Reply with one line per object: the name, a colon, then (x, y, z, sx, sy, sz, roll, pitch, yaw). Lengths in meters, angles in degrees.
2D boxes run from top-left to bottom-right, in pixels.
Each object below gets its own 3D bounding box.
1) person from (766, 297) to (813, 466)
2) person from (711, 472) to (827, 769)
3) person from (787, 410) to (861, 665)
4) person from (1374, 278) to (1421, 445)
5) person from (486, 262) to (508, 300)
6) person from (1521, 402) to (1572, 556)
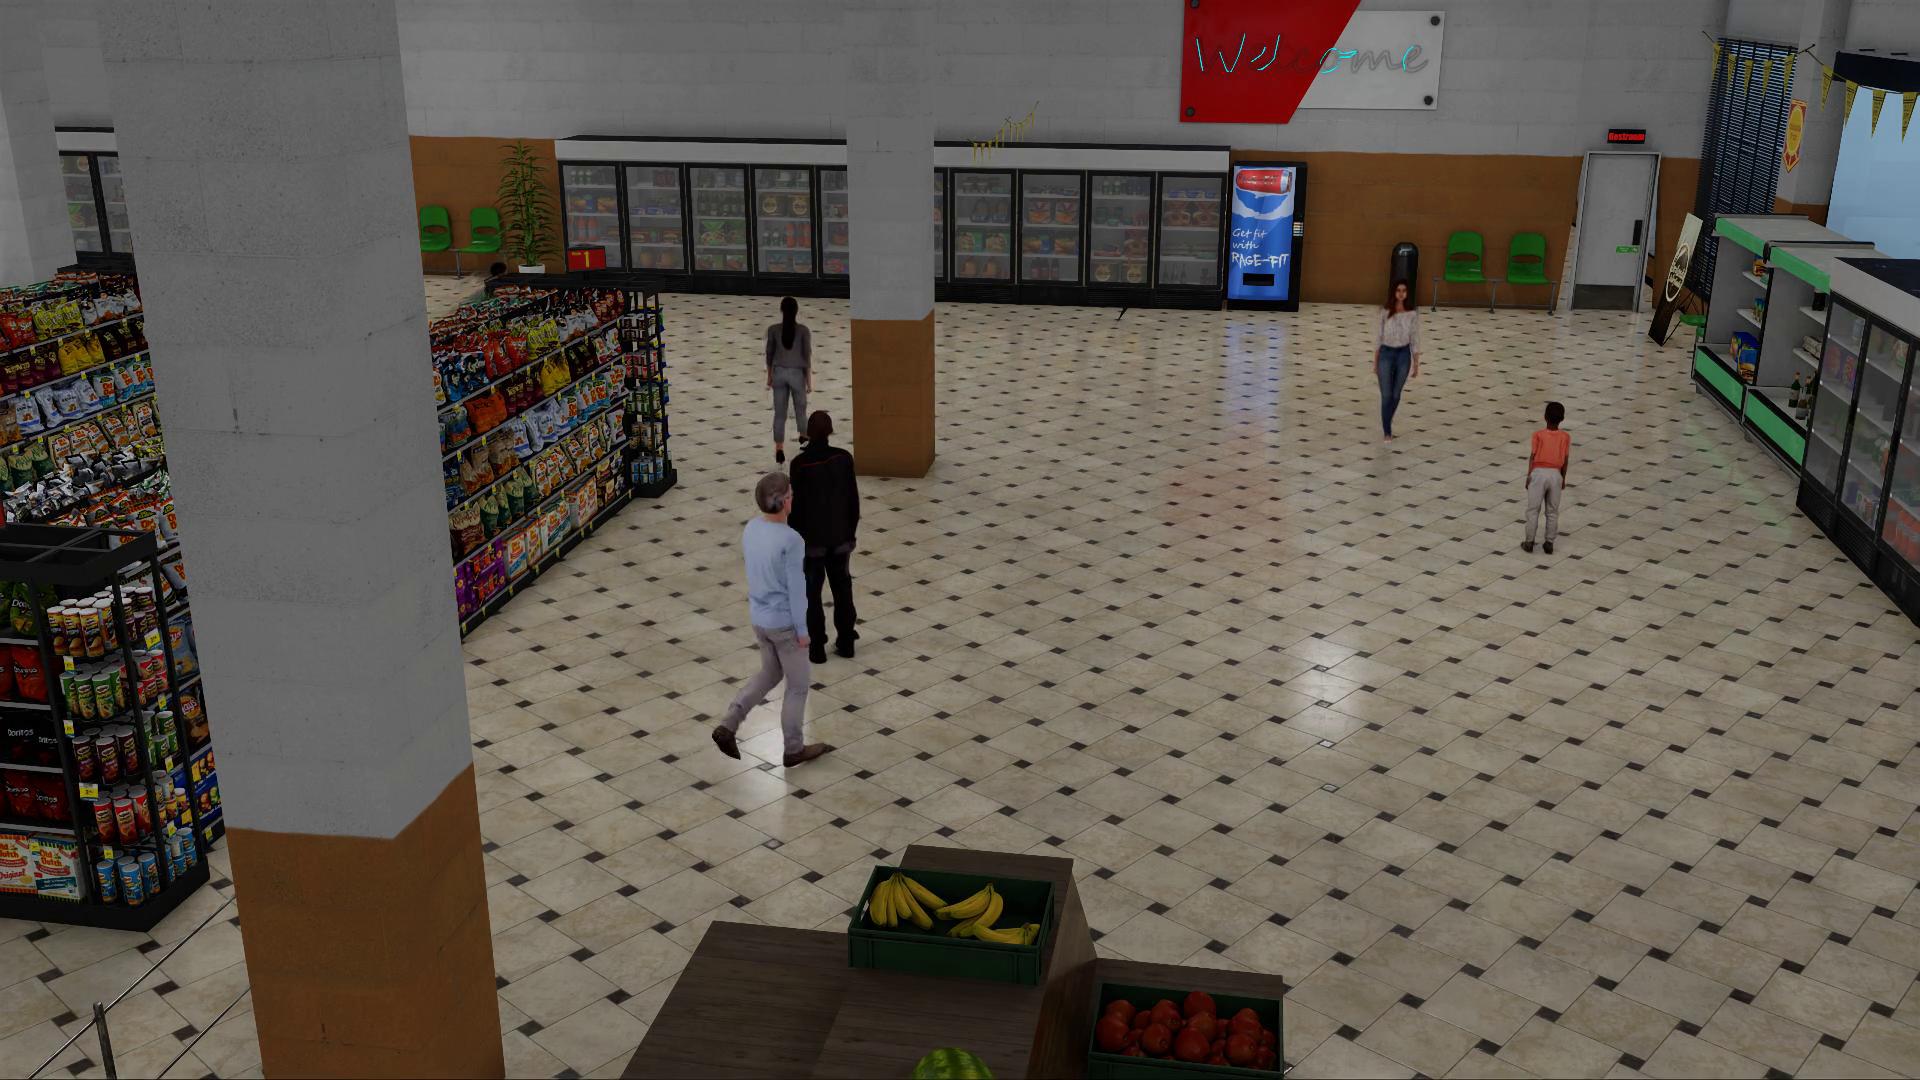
person: (-1.704, -1.524, 16.505, 0.700, 1.603, 1.180, 2, 19, 5)
person: (-1.162, 0.537, 9.973, 1.104, 1.872, 0.999, -16, 25, -40)
person: (-0.964, -0.028, 11.722, 0.794, 1.825, 0.824, -10, 21, -27)
person: (4.545, -1.871, 17.409, 0.584, 1.684, 1.115, 3, 19, 9)
person: (-5.873, -2.931, 21.284, 0.524, 1.217, 0.515, 1, 19, 2)
person: (4.936, -0.523, 13.997, 0.477, 1.310, 0.477, 2, 19, 7)
